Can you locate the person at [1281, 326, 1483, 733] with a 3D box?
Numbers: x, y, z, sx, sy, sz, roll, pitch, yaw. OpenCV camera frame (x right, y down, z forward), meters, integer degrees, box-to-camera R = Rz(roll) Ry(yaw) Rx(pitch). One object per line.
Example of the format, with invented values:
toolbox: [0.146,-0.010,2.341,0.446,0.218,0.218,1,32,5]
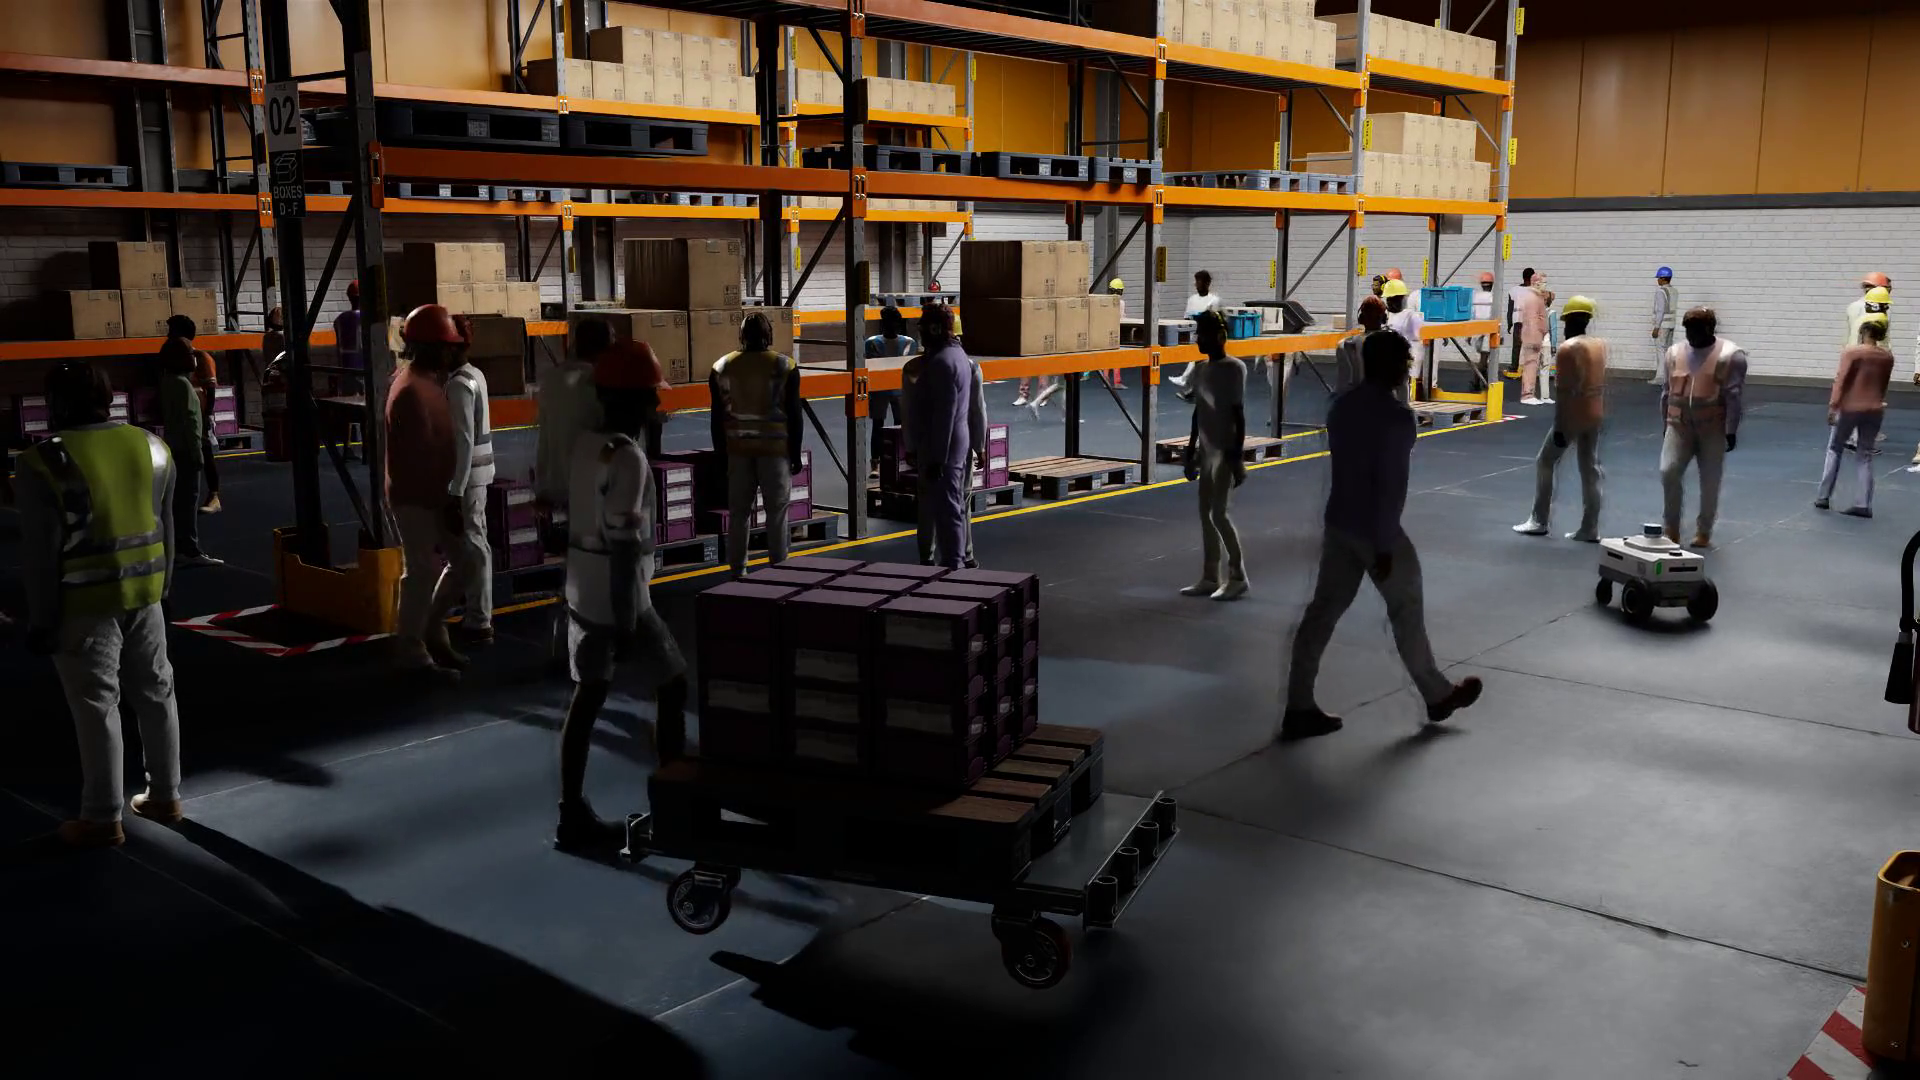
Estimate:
person: [1.960,-0.039,7.753,1.055,1.883,0.647,-4,11,-20]

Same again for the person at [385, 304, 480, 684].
person: [-2.714,-0.216,8.540,0.506,1.969,0.617,0,10,-3]

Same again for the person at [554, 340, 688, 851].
person: [-1.207,0.206,6.291,0.811,1.903,0.562,-7,12,-36]

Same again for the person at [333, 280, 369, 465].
person: [-6.281,-1.758,17.453,0.546,1.927,0.409,5,11,26]

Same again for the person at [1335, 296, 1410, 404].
person: [3.217,-0.962,13.034,0.574,1.884,0.356,1,10,6]

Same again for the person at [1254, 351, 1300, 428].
person: [3.979,-2.203,20.915,0.541,1.584,0.878,6,12,30]

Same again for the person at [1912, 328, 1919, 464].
person: [10.247,-1.783,17.250,0.615,2.041,0.385,7,12,33]

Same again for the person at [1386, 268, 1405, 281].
person: [6.686,-3.232,25.801,0.357,1.937,0.551,-3,10,-18]

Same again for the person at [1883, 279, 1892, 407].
person: [13.044,-2.814,23.685,0.344,1.847,0.504,1,10,6]

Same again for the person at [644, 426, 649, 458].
person: [-3.347,-1.628,17.046,0.671,1.815,0.598,-7,12,-33]

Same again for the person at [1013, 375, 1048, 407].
person: [1.031,-2.851,23.731,0.646,1.904,0.401,6,12,32]

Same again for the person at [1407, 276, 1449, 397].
person: [7.066,-3.093,25.102,0.654,1.904,0.406,0,10,-2]

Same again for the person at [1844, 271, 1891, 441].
person: [10.674,-2.155,19.549,0.415,1.984,0.630,-3,10,-16]

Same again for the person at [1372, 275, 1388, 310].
person: [5.963,-2.831,23.716,0.323,1.871,0.530,-3,10,-18]

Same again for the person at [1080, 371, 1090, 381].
person: [2.023,-3.579,28.269,0.316,1.767,0.535,-9,13,-41]

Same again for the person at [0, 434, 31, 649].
person: [-5.600,-0.347,9.338,1.010,1.939,0.649,2,10,12]

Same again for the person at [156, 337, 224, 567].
person: [-5.500,-0.623,11.816,0.286,1.633,0.499,-9,13,-42]

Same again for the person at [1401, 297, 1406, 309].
person: [8.054,-4.002,31.045,0.523,1.636,0.310,-1,10,-5]

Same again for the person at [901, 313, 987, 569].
person: [-0.103,-0.676,11.547,0.602,1.830,0.404,2,10,13]

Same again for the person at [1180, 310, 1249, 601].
person: [1.652,-0.541,10.687,0.350,1.861,0.560,-5,11,-26]

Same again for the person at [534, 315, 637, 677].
person: [-1.958,-0.253,8.956,0.733,1.890,0.833,9,13,42]

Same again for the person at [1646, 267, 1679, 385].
person: [11.639,-3.542,27.535,0.609,1.946,0.405,-9,14,-43]

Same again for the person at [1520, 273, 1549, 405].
person: [8.316,-2.906,24.084,0.403,1.894,0.654,3,10,14]

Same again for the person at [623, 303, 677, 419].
person: [-4.068,-2.466,21.523,0.632,1.915,0.798,8,13,37]

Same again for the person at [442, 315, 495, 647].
person: [-2.832,-0.333,9.464,0.355,1.880,0.575,-2,10,-11]

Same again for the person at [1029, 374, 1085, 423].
person: [1.256,-2.302,21.445,0.636,1.612,0.508,-1,10,-8]

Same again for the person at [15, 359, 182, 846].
person: [-3.269,0.238,6.321,0.430,1.845,0.624,5,11,26]

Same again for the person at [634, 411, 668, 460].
person: [-2.813,-1.376,14.922,0.608,2.048,0.369,-9,13,-42]

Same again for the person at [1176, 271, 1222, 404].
person: [3.451,-2.947,24.212,0.925,1.917,0.612,-7,12,-33]

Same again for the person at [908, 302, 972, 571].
person: [-0.138,-0.581,10.800,0.399,1.908,0.643,1,10,8]

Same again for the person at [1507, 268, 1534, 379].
person: [9.729,-3.719,28.643,0.596,1.912,0.372,6,11,29]

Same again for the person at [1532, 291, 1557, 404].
person: [8.482,-2.802,24.209,0.308,1.639,0.510,-4,11,-24]

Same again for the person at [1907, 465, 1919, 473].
person: [10.075,-1.492,16.648,0.907,1.674,0.546,2,10,11]

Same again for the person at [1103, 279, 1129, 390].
person: [2.483,-3.282,26.576,0.310,1.769,0.522,-7,12,-36]

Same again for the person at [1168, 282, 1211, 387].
person: [3.888,-3.377,26.963,0.977,1.814,0.554,1,10,3]

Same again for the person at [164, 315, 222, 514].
person: [-6.541,-1.061,14.127,0.540,1.695,0.318,4,11,21]

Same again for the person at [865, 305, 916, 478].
person: [-0.683,-1.448,16.341,0.536,1.691,0.321,-2,10,-10]

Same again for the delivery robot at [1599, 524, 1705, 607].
delivery robot: [4.257,0.143,10.252,0.477,0.478,0.707,-2,10,-8]

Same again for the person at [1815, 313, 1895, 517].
person: [7.613,-1.070,14.146,0.594,1.710,0.686,0,10,-2]

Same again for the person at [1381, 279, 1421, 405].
person: [4.701,-1.861,18.065,0.381,1.919,0.593,-7,12,-35]

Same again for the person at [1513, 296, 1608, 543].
person: [4.712,-0.941,12.915,0.600,1.879,0.822,-6,12,-32]

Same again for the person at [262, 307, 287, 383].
person: [-7.297,-1.687,17.900,0.497,1.628,0.277,7,12,35]

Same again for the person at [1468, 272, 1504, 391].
person: [8.350,-3.325,26.494,0.560,1.892,0.995,7,12,35]

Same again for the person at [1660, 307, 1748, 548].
person: [5.497,-0.823,12.424,0.635,1.813,0.686,9,13,40]

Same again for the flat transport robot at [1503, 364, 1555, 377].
flat transport robot: [10.217,-2.941,28.888,1.431,0.197,0.652,2,10,11]

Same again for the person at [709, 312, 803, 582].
person: [-1.338,-0.584,11.029,0.626,1.836,0.428,2,10,11]

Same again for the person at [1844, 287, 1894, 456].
person: [9.957,-1.846,18.214,0.404,1.828,0.603,2,10,13]
